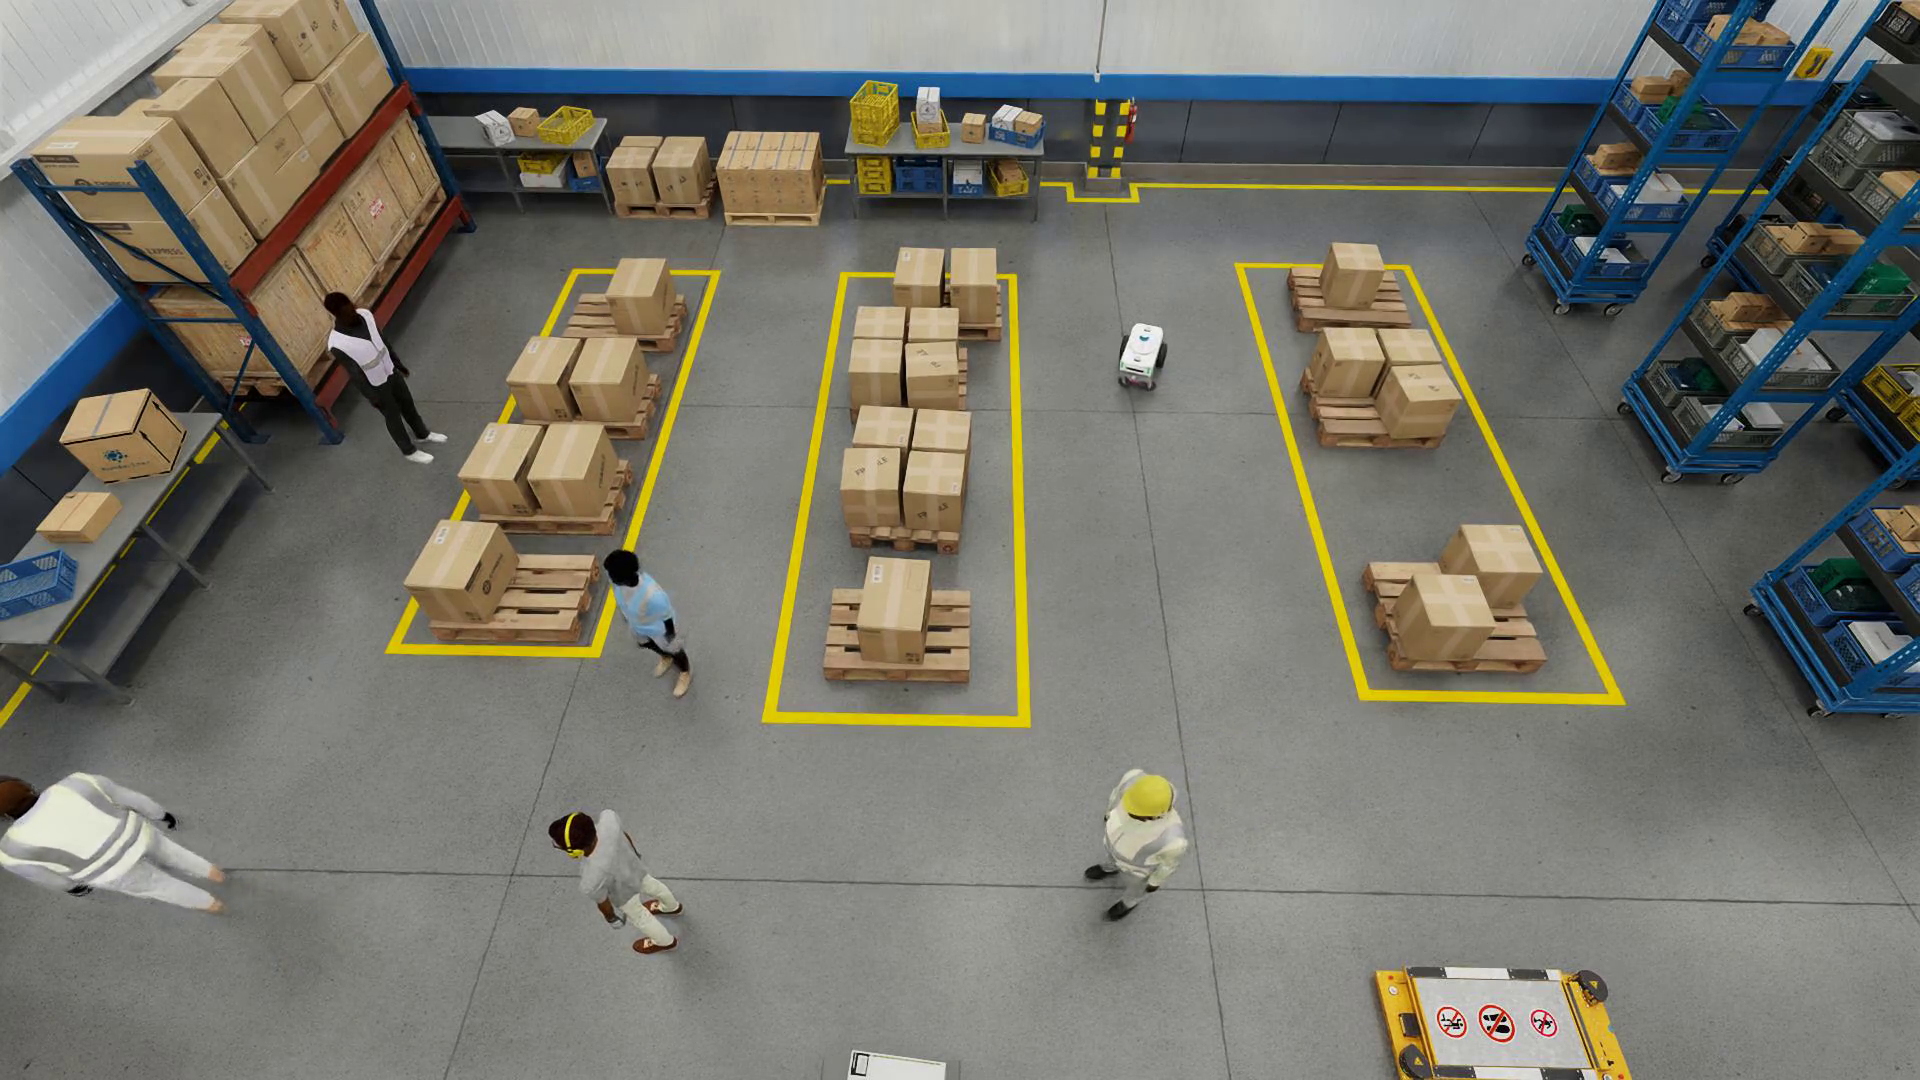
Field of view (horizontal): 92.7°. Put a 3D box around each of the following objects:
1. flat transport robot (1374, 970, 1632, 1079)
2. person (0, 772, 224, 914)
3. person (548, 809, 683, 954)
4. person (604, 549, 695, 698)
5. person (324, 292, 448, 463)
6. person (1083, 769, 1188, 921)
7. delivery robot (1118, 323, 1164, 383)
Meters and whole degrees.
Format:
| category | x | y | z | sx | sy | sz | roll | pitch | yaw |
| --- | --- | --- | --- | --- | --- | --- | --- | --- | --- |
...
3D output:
| category | x | y | z | sx | sy | sz | roll | pitch | yaw |
| --- | --- | --- | --- | --- | --- | --- | --- | --- | --- |
| flat transport robot | 3.501 | 3.133 | 5.914 | 1.431 | 0.197 | 0.652 | 1 | 51 | 1 |
| person | -5.445 | 1.975 | 5.864 | 0.516 | 1.819 | 0.636 | 11 | 52 | 8 |
| person | -2.110 | 2.133 | 5.715 | 0.328 | 1.861 | 0.502 | 3 | 51 | 3 |
| person | -2.368 | 0.623 | 7.048 | 0.558 | 1.696 | 0.317 | 26 | 55 | 20 |
| person | -5.489 | -1.530 | 8.669 | 0.389 | 1.911 | 0.585 | 3 | 51 | 2 |
| person | 1.109 | 1.954 | 5.875 | 0.404 | 1.829 | 0.600 | -22 | 54 | -17 |
| delivery robot | 1.957 | -2.027 | 9.880 | 0.477 | 0.478 | 0.707 | 15 | 53 | 12 |
